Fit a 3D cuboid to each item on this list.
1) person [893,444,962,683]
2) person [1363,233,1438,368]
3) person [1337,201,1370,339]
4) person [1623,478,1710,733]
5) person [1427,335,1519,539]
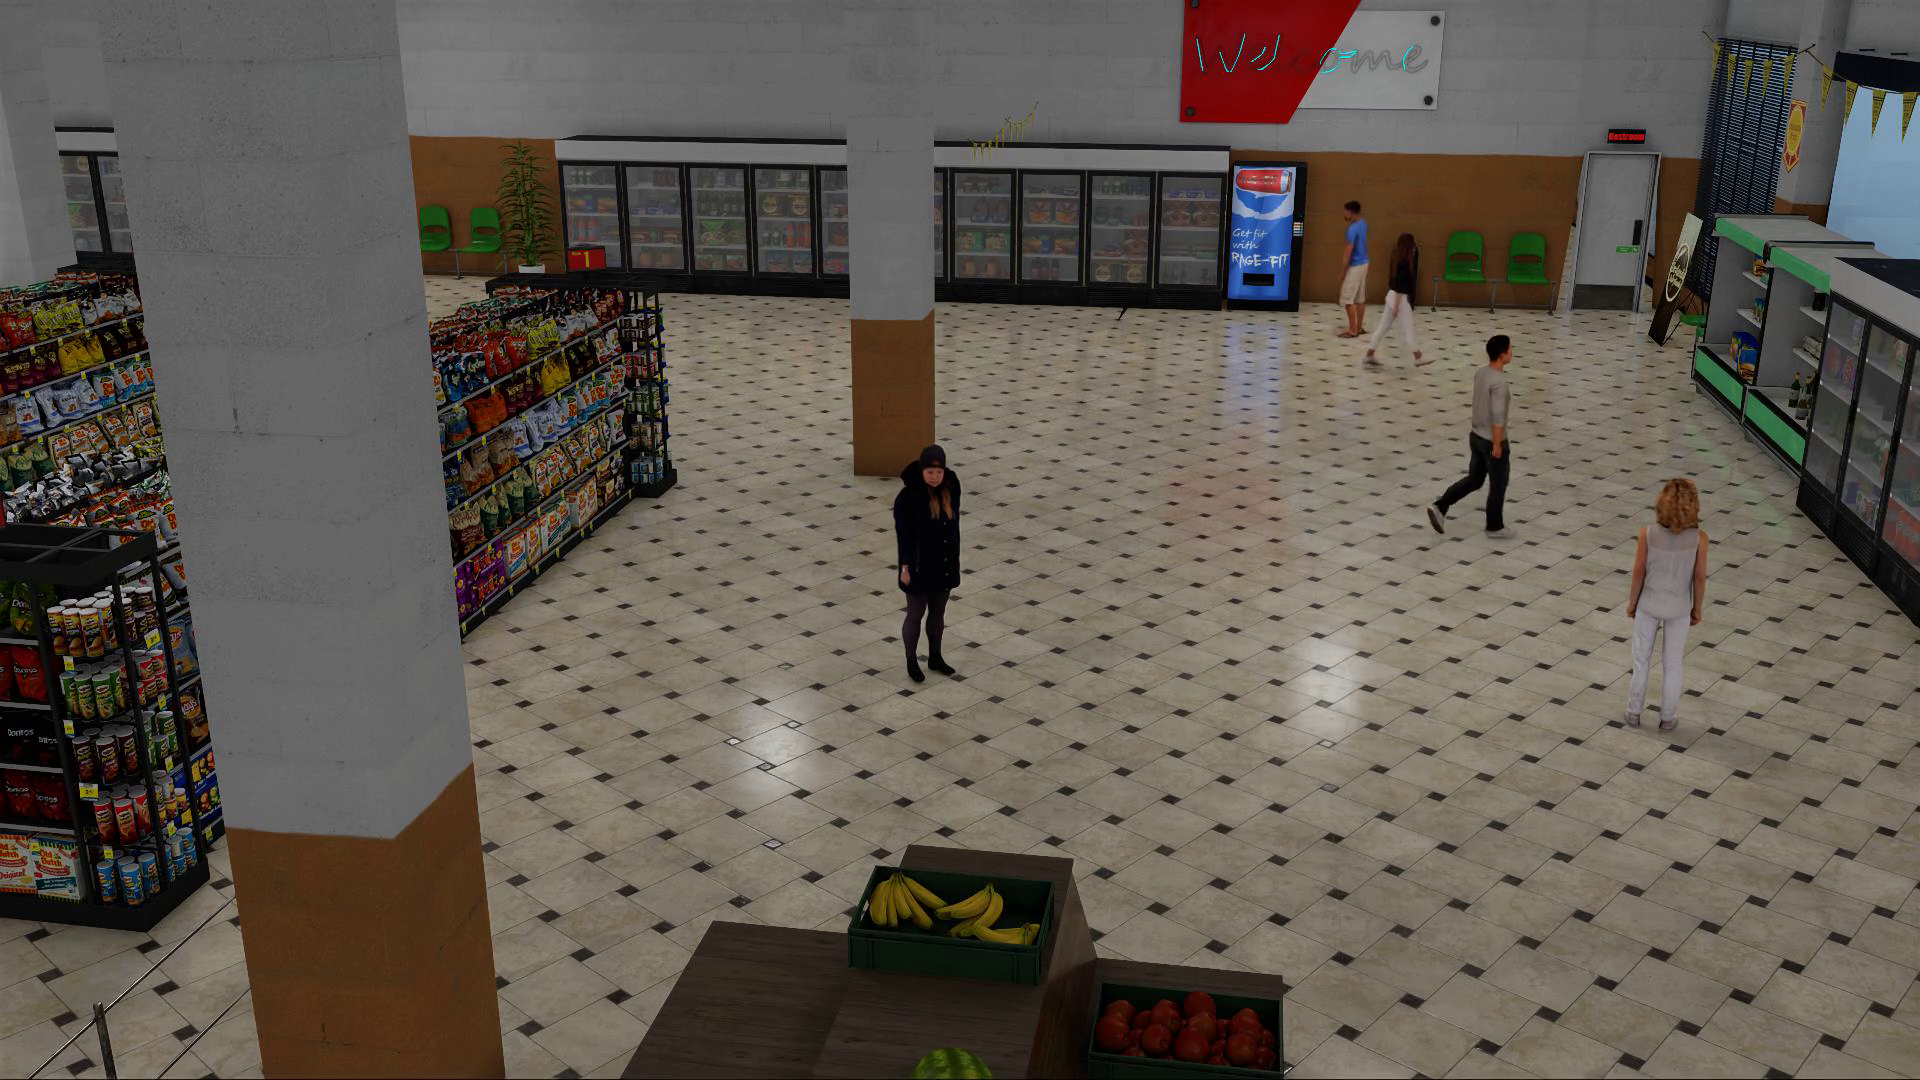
[{"bbox_3d":[-0.222,0.146,11.445,0.790,1.672,0.848,-12,22,-32],"label":"person"},{"bbox_3d":[5.337,-2.933,20.597,0.860,1.660,1.115,-2,19,-5],"label":"person"},{"bbox_3d":[5.417,-3.694,22.587,0.760,1.831,0.987,-14,23,-36],"label":"person"},{"bbox_3d":[4.508,0.415,10.649,0.646,1.671,0.612,8,20,22],"label":"person"},{"bbox_3d":[4.435,-0.856,14.234,0.927,1.789,1.075,-3,19,-8],"label":"person"}]
